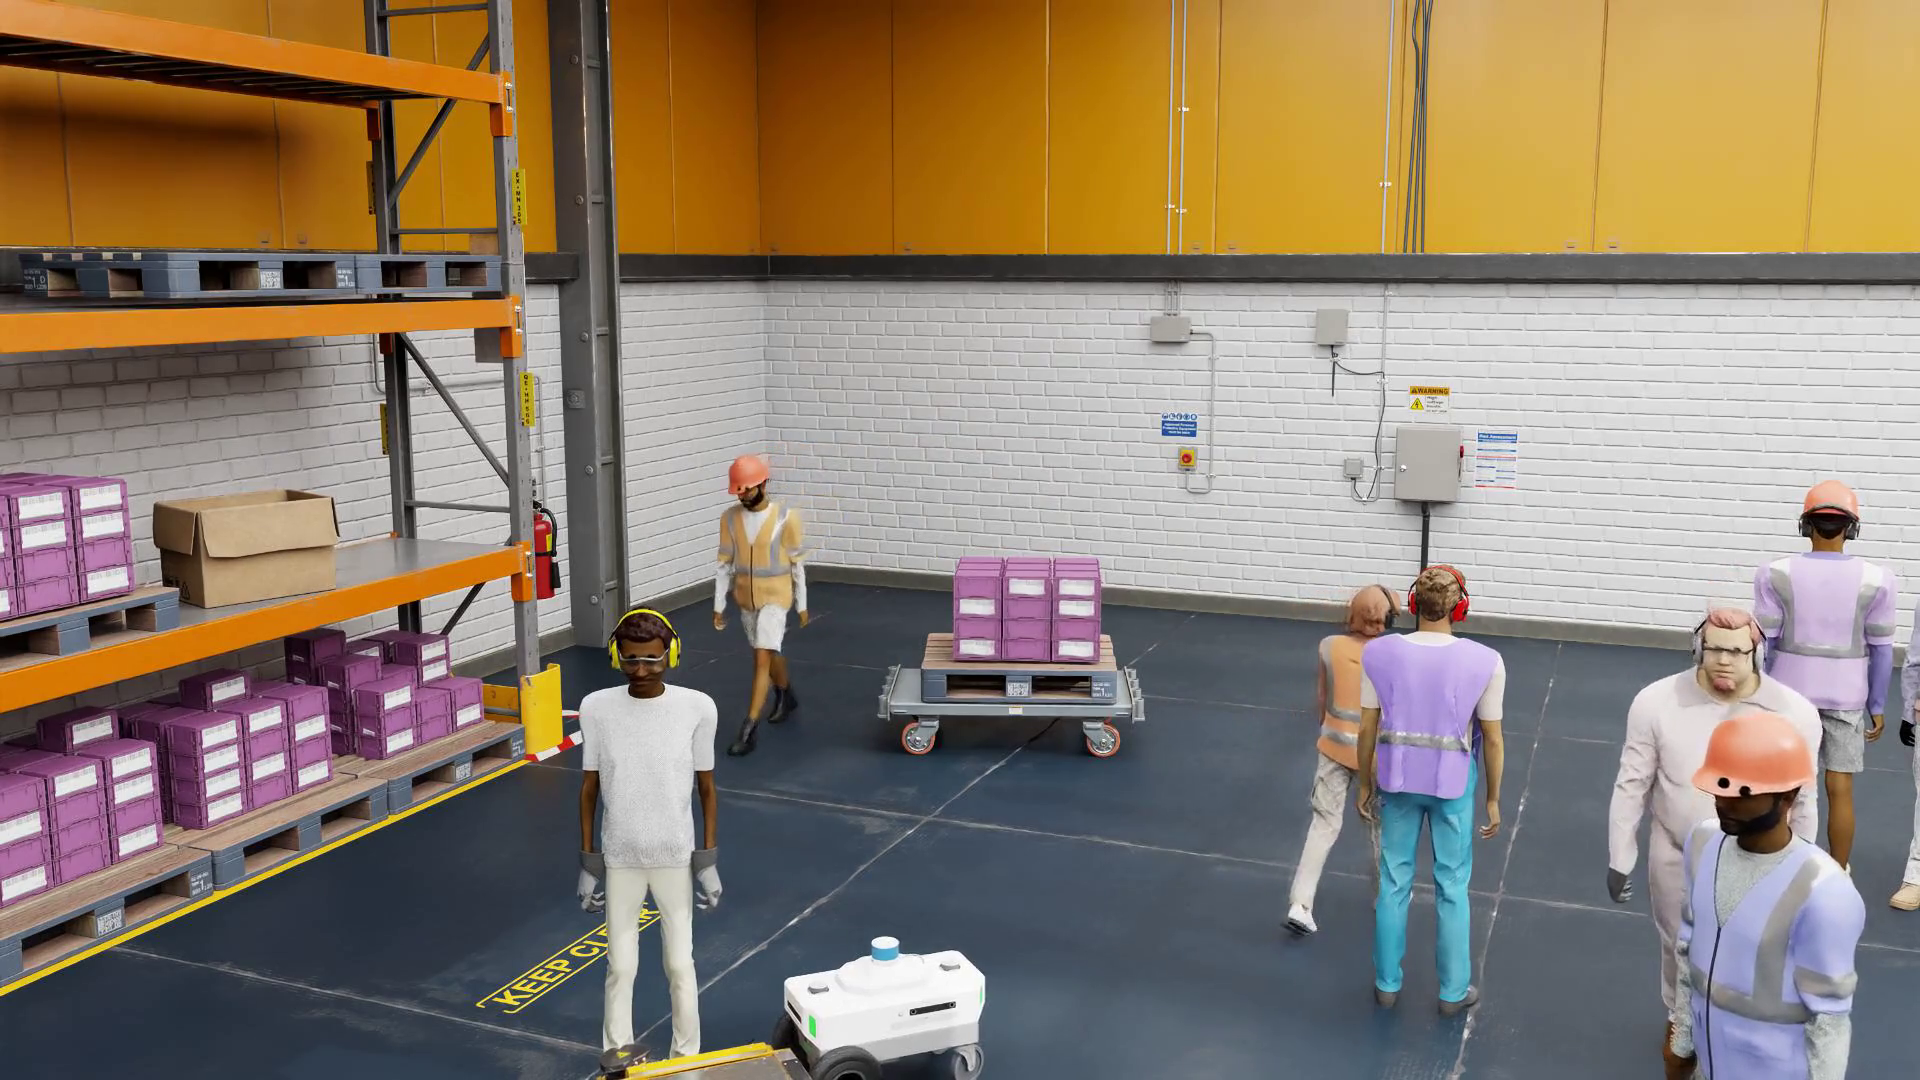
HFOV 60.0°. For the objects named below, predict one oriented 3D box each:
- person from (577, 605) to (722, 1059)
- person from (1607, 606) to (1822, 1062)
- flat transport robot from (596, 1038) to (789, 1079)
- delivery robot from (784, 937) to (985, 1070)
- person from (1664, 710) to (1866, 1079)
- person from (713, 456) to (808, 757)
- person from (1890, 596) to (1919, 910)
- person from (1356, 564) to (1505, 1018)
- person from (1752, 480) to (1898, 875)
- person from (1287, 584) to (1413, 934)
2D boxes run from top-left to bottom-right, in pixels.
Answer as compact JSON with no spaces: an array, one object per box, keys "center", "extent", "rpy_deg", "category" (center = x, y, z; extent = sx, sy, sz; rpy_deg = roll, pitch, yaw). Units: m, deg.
[{"center":[-1.100,1.147,5.873],"extent":[0.508,1.865,0.329],"rpy_deg":[-1,9,-6],"category":"person"},{"center":[2.696,1.135,5.988],"extent":[0.669,1.859,1.008],"rpy_deg":[5,11,28],"category":"person"},{"center":[-0.735,2.007,5.470],"extent":[0.652,0.197,1.431],"rpy_deg":[-4,10,-23],"category":"flat transport robot"},{"center":[-0.273,1.709,6.134],"extent":[0.707,0.478,0.477],"rpy_deg":[-4,10,-22],"category":"delivery robot"},{"center":[2.051,1.374,4.344],"extent":[0.434,1.924,0.556],"rpy_deg":[-2,10,-14],"category":"person"},{"center":[-1.270,0.366,10.668],"extent":[0.566,1.859,1.087],"rpy_deg":[4,10,21],"category":"person"},{"center":[4.676,0.856,7.693],"extent":[0.429,1.847,0.626],"rpy_deg":[-9,13,-44],"category":"person"},{"center":[1.888,1.015,6.723],"extent":[0.574,1.843,0.374],"rpy_deg":[4,10,23],"category":"person"},{"center":[4.052,0.732,7.871],"extent":[0.605,2.034,0.387],"rpy_deg":[4,10,25],"category":"person"},{"center":[1.804,0.993,7.595],"extent":[0.510,1.597,0.851],"rpy_deg":[8,12,39],"category":"person"}]
